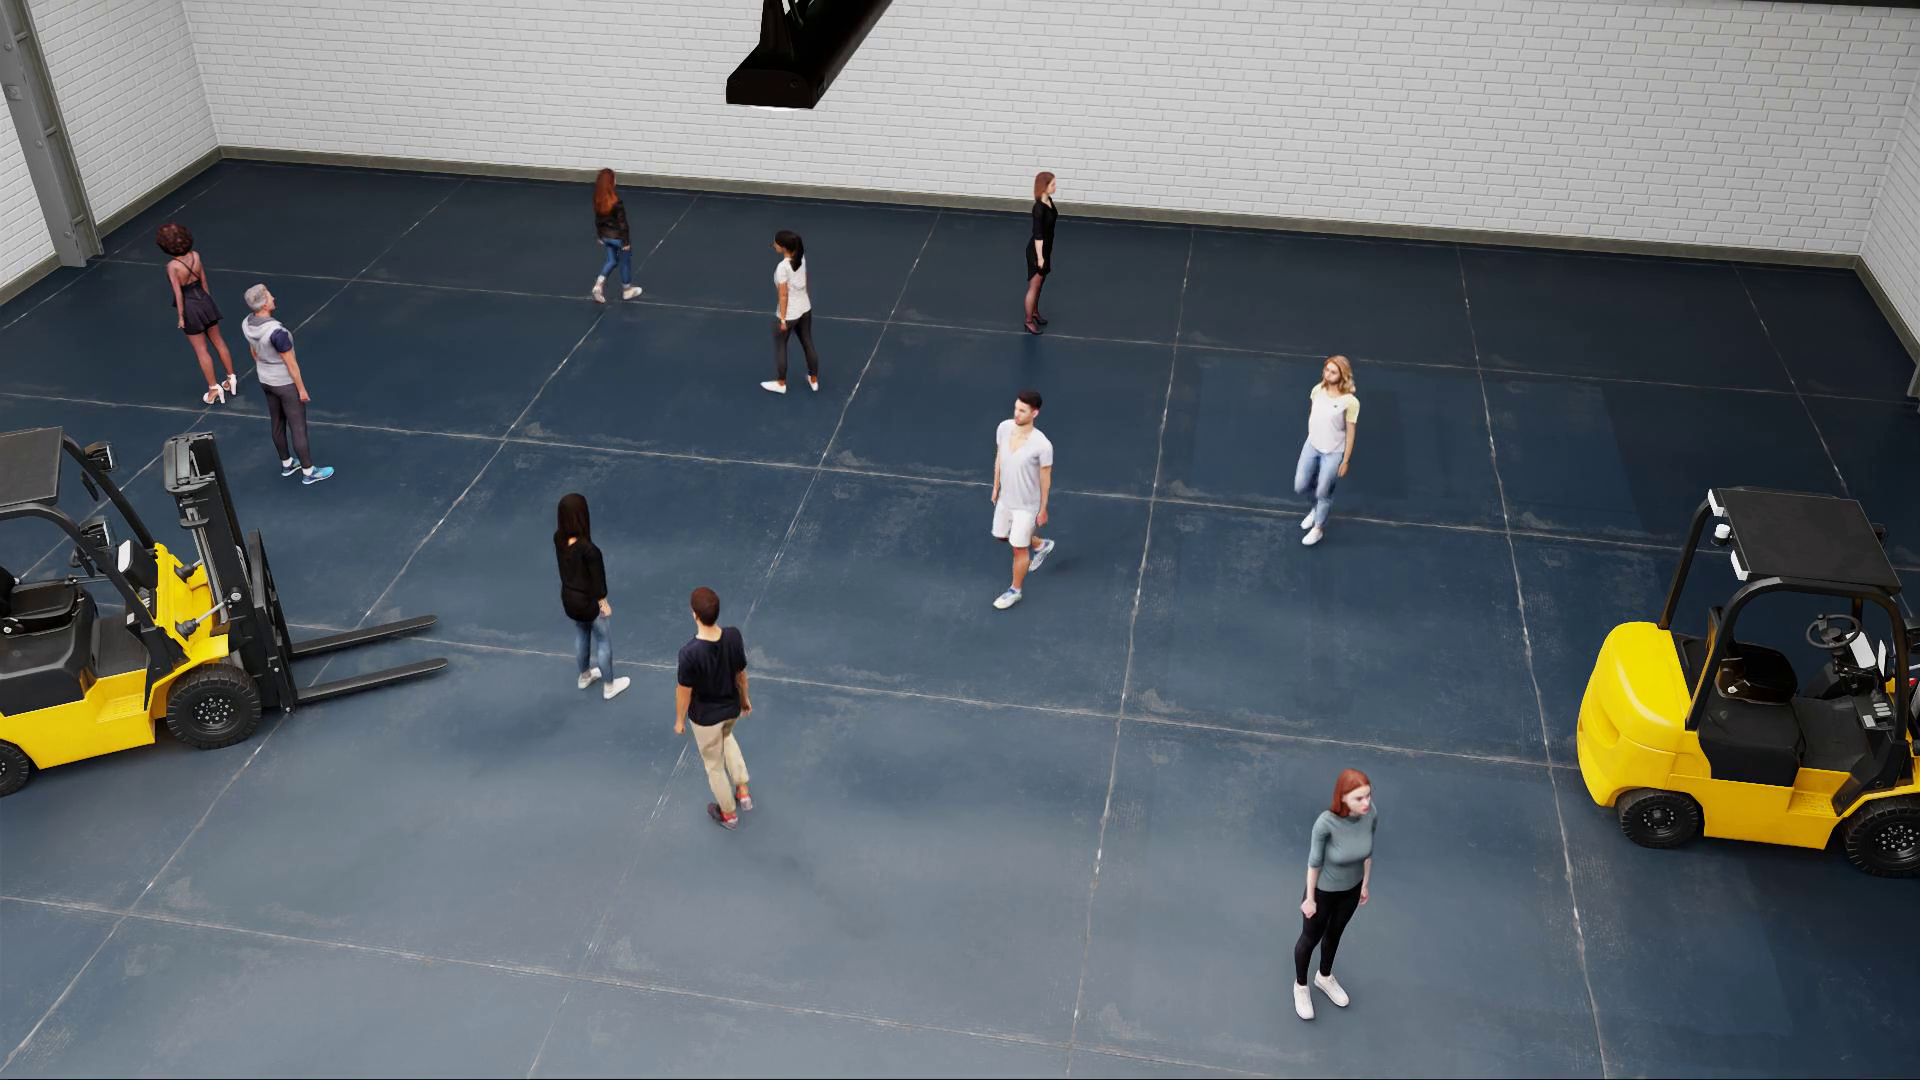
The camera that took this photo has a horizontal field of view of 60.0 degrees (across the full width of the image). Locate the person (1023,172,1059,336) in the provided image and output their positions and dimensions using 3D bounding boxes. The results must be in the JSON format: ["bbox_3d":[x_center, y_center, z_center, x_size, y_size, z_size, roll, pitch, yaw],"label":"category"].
[{"bbox_3d":[0.797,-2.906,16.785,0.656,1.700,0.460,8,34,12],"label":"person"}]

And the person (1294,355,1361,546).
[{"bbox_3d":[3.035,-0.747,13.524,0.765,1.714,0.813,28,43,36],"label":"person"}]

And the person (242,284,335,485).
[{"bbox_3d":[-5.860,-1.346,14.322,0.764,1.830,0.723,20,38,27],"label":"person"}]

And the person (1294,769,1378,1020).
[{"bbox_3d":[2.115,1.980,9.400,0.670,1.738,0.694,-12,35,-17],"label":"person"}]

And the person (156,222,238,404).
[{"bbox_3d":[-7.119,-2.118,15.521,0.673,1.788,0.536,13,36,18],"label":"person"}]

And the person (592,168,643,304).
[{"bbox_3d":[-3.648,-3.148,17.358,0.758,1.469,0.916,20,39,28],"label":"person"}]

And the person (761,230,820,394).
[{"bbox_3d":[-1.539,-2.147,15.702,0.836,1.635,0.752,25,41,33],"label":"person"}]

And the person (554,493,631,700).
[{"bbox_3d":[-2.703,0.410,11.852,0.682,1.639,0.692,23,40,30],"label":"person"}]

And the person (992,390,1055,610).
[{"bbox_3d":[0.527,-0.363,12.828,1.100,1.845,0.998,-28,43,-35],"label":"person"}]

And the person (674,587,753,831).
[{"bbox_3d":[-1.501,1.136,10.571,0.806,1.847,0.713,28,43,35],"label":"person"}]
